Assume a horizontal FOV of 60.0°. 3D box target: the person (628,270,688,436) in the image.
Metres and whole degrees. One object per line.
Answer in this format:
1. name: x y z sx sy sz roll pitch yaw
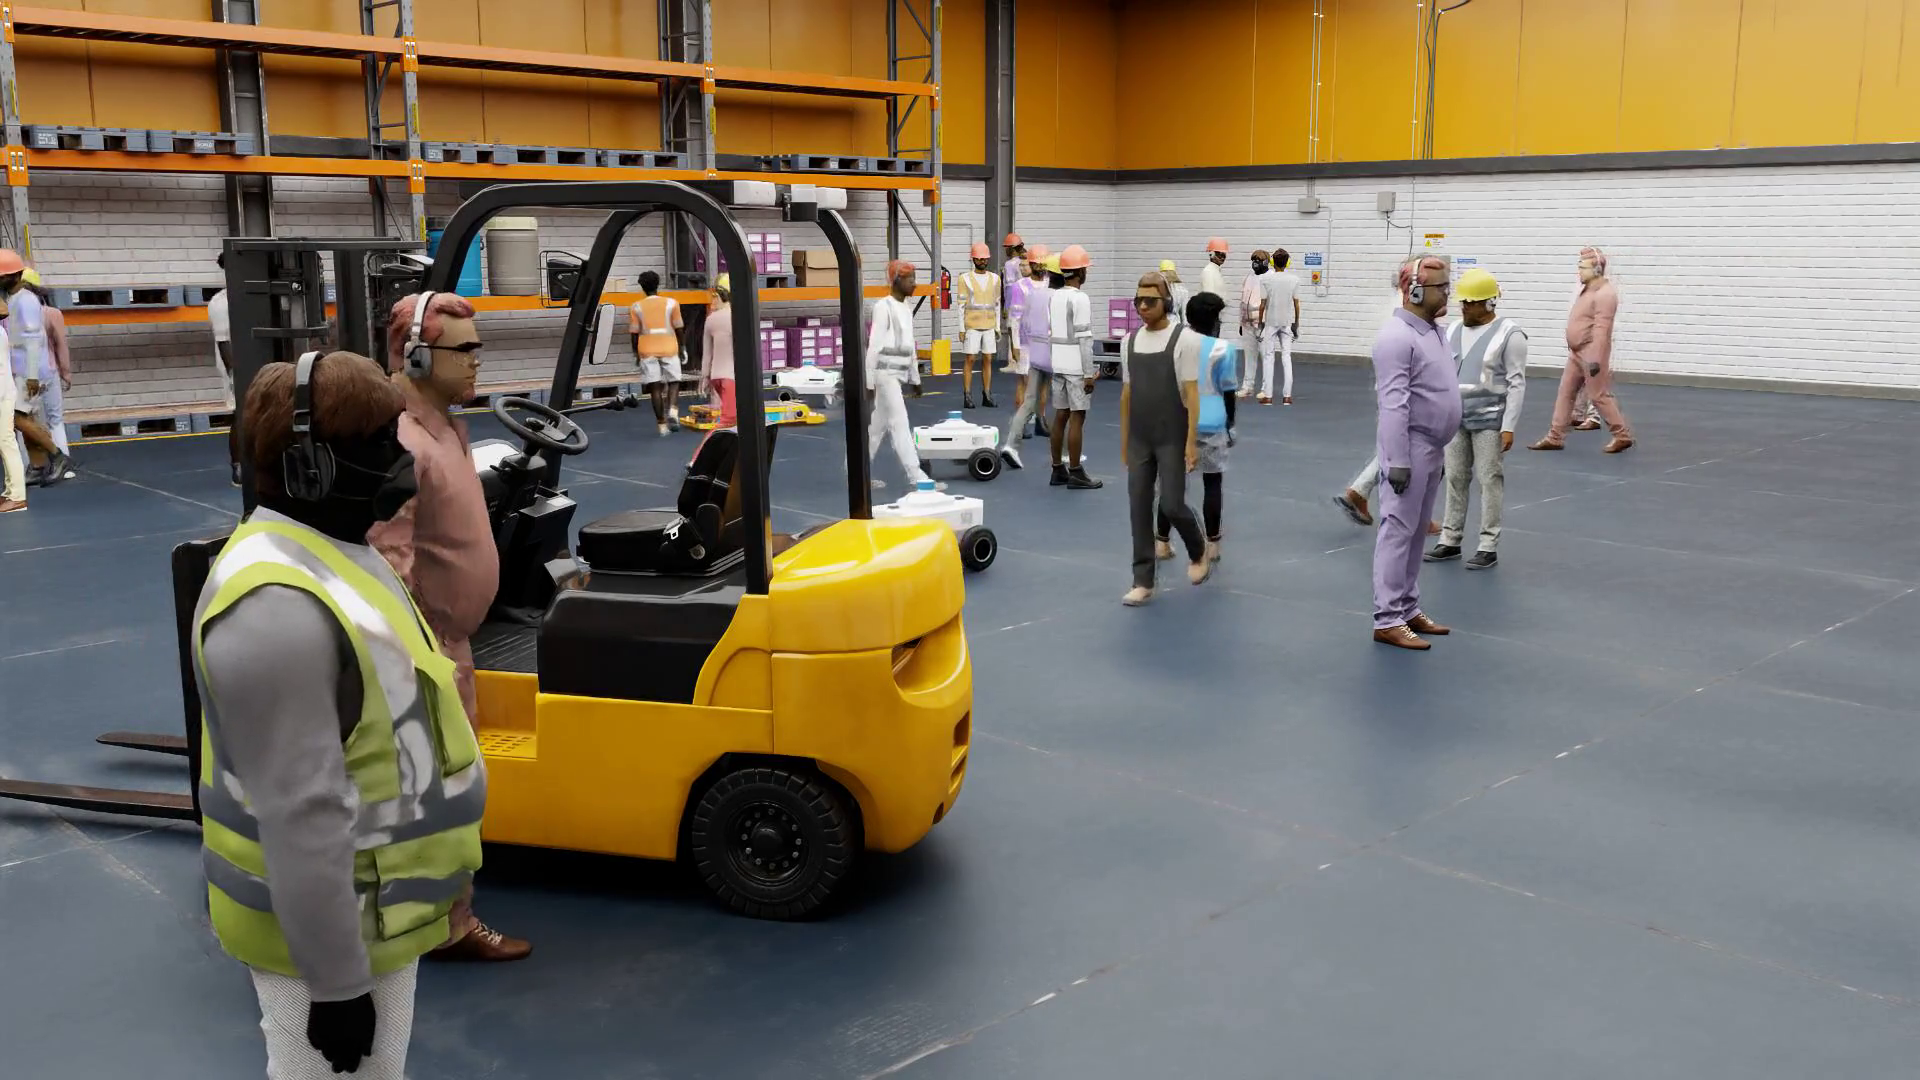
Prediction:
1. person: -3.029 -1.868 16.720 0.592 1.667 0.459 -1 10 -8

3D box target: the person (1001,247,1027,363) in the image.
1. person: 0.918 -3.487 25.108 0.626 1.844 0.429 0 10 -3

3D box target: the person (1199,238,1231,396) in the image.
1. person: 3.104 -2.690 20.348 0.394 1.987 0.623 3 11 15

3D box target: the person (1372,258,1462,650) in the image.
1. person: 2.268 -0.431 8.247 0.410 1.913 0.643 6 12 31

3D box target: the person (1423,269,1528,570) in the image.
1. person: 3.136 -0.731 10.135 0.404 1.820 0.591 -7 13 -34

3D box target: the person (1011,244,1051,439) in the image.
1. person: 0.774 -1.978 16.614 0.551 1.934 0.373 -6 12 -30

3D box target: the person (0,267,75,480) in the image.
1. person: -7.623 -1.358 13.700 0.533 1.767 0.325 -5 12 -26

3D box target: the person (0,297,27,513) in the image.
1. person: -7.073 -1.017 12.206 0.272 1.632 0.503 -7 12 -33

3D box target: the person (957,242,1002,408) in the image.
1. person: 0.239 -2.512 19.524 0.552 1.937 0.356 -4 11 -21

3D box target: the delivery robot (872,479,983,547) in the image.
1. delivery robot: -0.202 -0.121 10.004 0.707 0.478 0.477 -9 14 -41

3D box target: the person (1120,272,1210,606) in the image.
1. person: 1.127 -0.552 9.183 0.539 1.815 0.621 8 13 38

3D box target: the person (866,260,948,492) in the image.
1. person: -0.505 -1.278 13.119 0.789 1.859 0.594 3 11 17

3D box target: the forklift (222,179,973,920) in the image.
1. forklift: -1.114 -0.058 5.440 2.313 2.155 1.214 2 11 13

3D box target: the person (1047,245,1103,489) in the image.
1. person: 0.911 -1.377 13.320 0.347 1.943 0.544 -6 12 -28

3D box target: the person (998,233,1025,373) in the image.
1. person: 0.785 -3.482 24.524 0.370 2.044 0.608 5 12 25

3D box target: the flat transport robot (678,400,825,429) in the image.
1. flat transport robot: -2.218 -1.335 17.650 1.431 0.197 0.652 -6 12 -30

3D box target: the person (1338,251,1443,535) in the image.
1. person: 2.976 -0.977 11.197 0.637 1.920 0.644 0 10 0

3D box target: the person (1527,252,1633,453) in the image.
1. person: 5.867 -1.740 15.515 0.897 1.872 0.662 0 10 0

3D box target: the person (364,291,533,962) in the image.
1. person: -1.528 0.286 4.424 0.606 1.885 0.659 -2 10 -8

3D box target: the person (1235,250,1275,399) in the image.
1. person: 3.713 -2.680 20.702 0.429 1.845 0.622 -9 14 -40

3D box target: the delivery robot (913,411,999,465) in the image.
1. delivery robot: -0.039 -0.830 13.871 0.707 0.478 0.477 0 10 -3

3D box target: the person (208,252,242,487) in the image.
1. person: -5.805 -1.400 13.522 0.392 1.929 0.781 1 10 3

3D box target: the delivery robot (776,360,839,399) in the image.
1. delivery robot: -1.782 -1.864 19.505 0.707 0.478 0.477 1 10 3

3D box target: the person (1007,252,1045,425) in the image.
1. person: 0.772 -2.167 17.886 0.389 1.847 0.567 -5 11 -25

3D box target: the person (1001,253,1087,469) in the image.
1. person: 0.743 -1.562 14.513 0.592 1.879 0.993 10 14 43

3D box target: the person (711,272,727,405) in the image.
1. person: -2.526 -2.030 17.741 0.320 1.628 0.508 -3 11 -18

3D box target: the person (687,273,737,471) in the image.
1. person: -1.942 -1.322 13.616 0.504 1.732 0.875 10 14 43

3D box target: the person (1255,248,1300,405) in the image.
1. person: 3.799 -2.545 19.889 0.531 1.870 0.316 -1 10 -4

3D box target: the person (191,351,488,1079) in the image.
1. person: -0.987 0.616 2.726 0.430 1.845 0.619 -3 11 -15

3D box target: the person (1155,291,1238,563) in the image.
1. person: 1.428 -0.692 10.288 0.566 1.680 0.348 5 11 25

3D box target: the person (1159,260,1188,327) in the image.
1. person: 2.432 -2.411 19.518 0.483 1.738 0.310 0 10 -2

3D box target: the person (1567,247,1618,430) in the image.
1. person: 6.546 -2.101 17.383 0.409 1.903 0.638 -2 11 -12

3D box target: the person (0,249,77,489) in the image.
1. person: -7.427 -1.336 13.184 0.426 1.913 0.583 -9 14 -40
